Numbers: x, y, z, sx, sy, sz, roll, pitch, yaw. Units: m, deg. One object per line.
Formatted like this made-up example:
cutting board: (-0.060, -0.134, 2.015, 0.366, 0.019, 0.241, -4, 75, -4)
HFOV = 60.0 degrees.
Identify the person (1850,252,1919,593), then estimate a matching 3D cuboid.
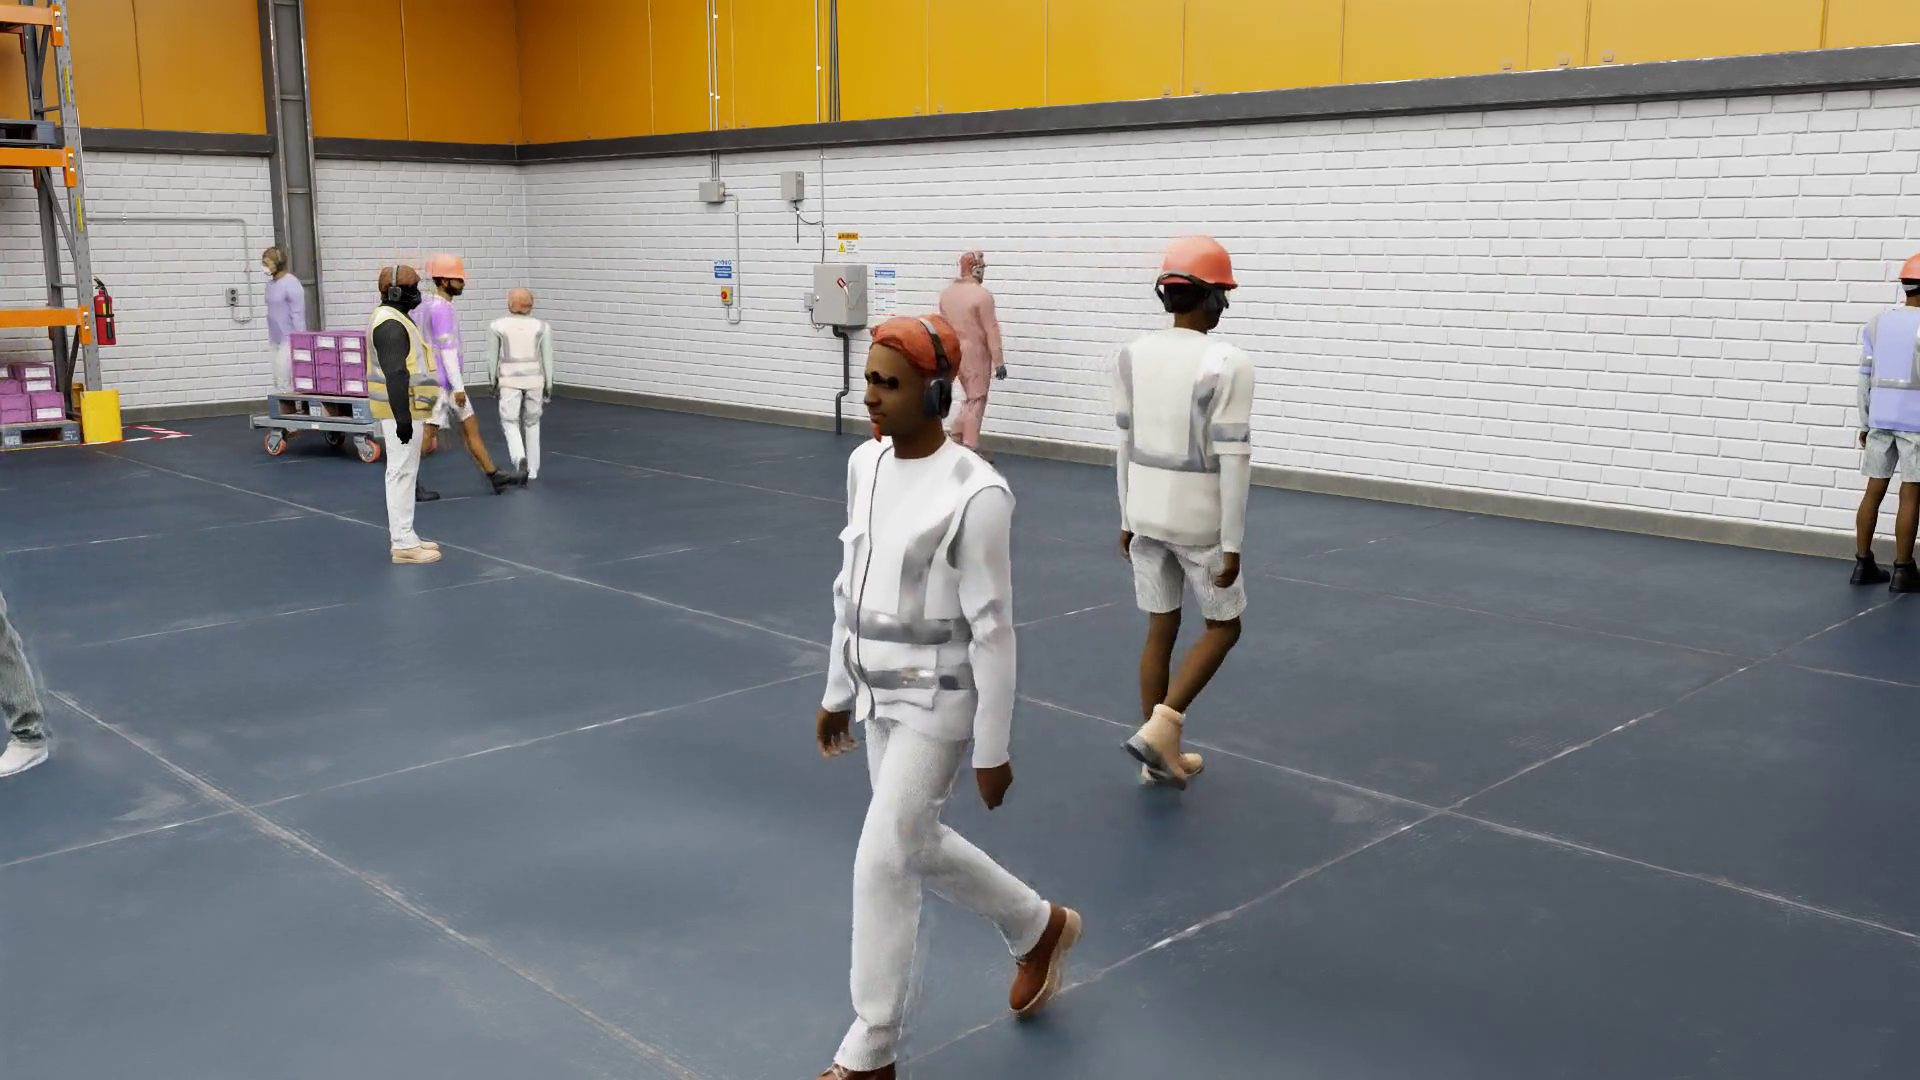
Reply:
person: (5.404, -0.670, 9.488, 0.376, 1.933, 0.551, -5, 11, -23)

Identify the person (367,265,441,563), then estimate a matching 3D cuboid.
person: (-3.451, -0.783, 10.354, 0.429, 1.842, 0.636, -3, 11, -18)

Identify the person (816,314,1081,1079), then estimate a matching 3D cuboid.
person: (-0.044, 0.389, 3.953, 0.859, 1.854, 0.577, -6, 12, -30)

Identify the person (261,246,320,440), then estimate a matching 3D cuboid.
person: (-6.590, -1.942, 16.480, 0.662, 1.916, 0.639, -10, 14, -43)

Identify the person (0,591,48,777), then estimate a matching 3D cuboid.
person: (-3.733, 0.091, 5.959, 0.503, 1.698, 0.880, 4, 11, 22)

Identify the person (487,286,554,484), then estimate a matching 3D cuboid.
person: (-3.564, -1.255, 13.543, 0.519, 1.616, 0.678, -4, 11, -22)

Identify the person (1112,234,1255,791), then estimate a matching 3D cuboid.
person: (0.778, -0.067, 5.969, 0.616, 2.030, 0.517, 10, 14, 42)

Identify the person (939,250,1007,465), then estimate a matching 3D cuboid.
person: (0.124, -1.577, 14.565, 0.451, 1.890, 0.646, -7, 12, -33)

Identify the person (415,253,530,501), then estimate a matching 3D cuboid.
person: (-3.857, -1.232, 12.706, 1.013, 1.876, 0.552, -3, 11, -17)
